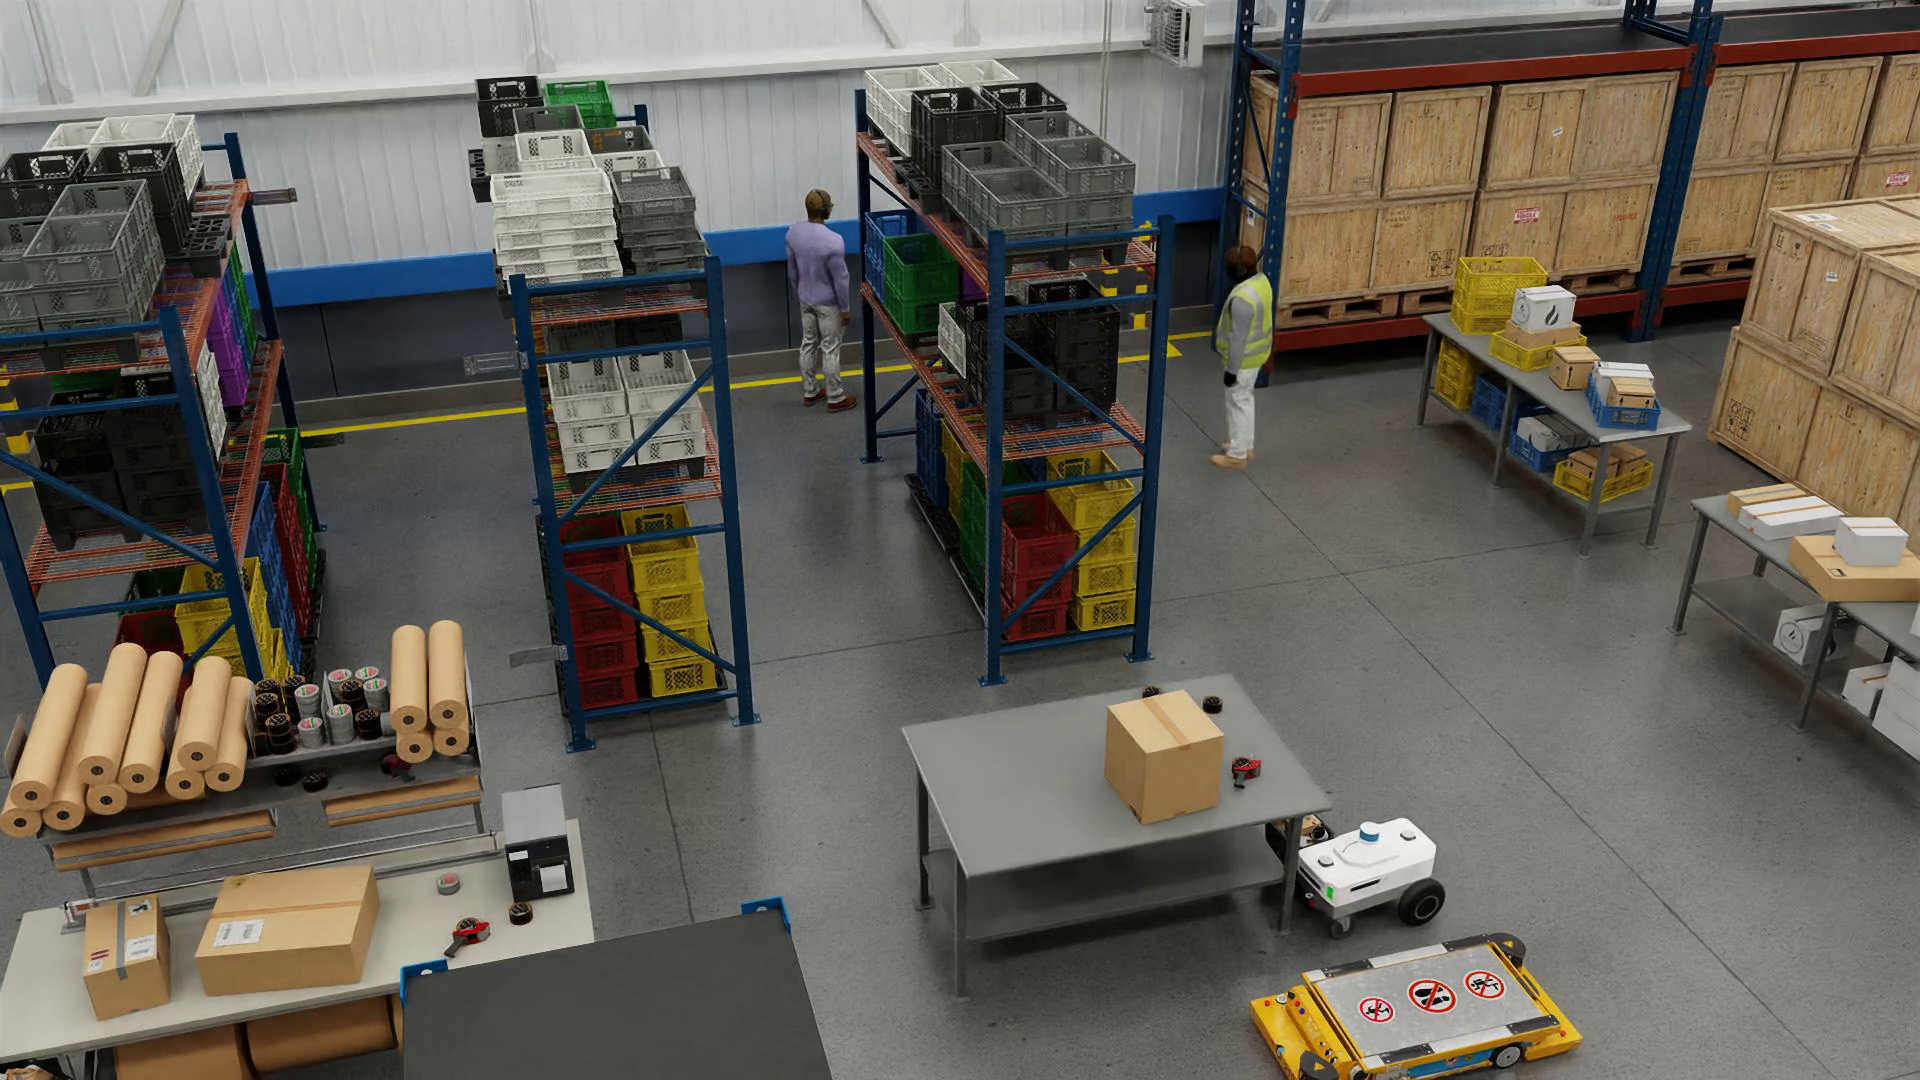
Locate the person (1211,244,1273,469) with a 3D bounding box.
[{"bbox_3d":[2.238,-1.448,13.171,0.433,1.823,0.639,12,31,21],"label":"person"}]

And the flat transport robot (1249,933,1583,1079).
[{"bbox_3d":[2.184,2.282,7.980,1.431,0.197,0.652,-8,30,-14],"label":"flat transport robot"}]

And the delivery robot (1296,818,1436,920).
[{"bbox_3d":[2.109,1.691,8.669,0.707,0.478,0.477,-12,31,-21],"label":"delivery robot"}]

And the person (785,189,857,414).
[{"bbox_3d":[-1.173,-2.023,14.095,0.632,1.940,0.372,20,35,32],"label":"person"}]
